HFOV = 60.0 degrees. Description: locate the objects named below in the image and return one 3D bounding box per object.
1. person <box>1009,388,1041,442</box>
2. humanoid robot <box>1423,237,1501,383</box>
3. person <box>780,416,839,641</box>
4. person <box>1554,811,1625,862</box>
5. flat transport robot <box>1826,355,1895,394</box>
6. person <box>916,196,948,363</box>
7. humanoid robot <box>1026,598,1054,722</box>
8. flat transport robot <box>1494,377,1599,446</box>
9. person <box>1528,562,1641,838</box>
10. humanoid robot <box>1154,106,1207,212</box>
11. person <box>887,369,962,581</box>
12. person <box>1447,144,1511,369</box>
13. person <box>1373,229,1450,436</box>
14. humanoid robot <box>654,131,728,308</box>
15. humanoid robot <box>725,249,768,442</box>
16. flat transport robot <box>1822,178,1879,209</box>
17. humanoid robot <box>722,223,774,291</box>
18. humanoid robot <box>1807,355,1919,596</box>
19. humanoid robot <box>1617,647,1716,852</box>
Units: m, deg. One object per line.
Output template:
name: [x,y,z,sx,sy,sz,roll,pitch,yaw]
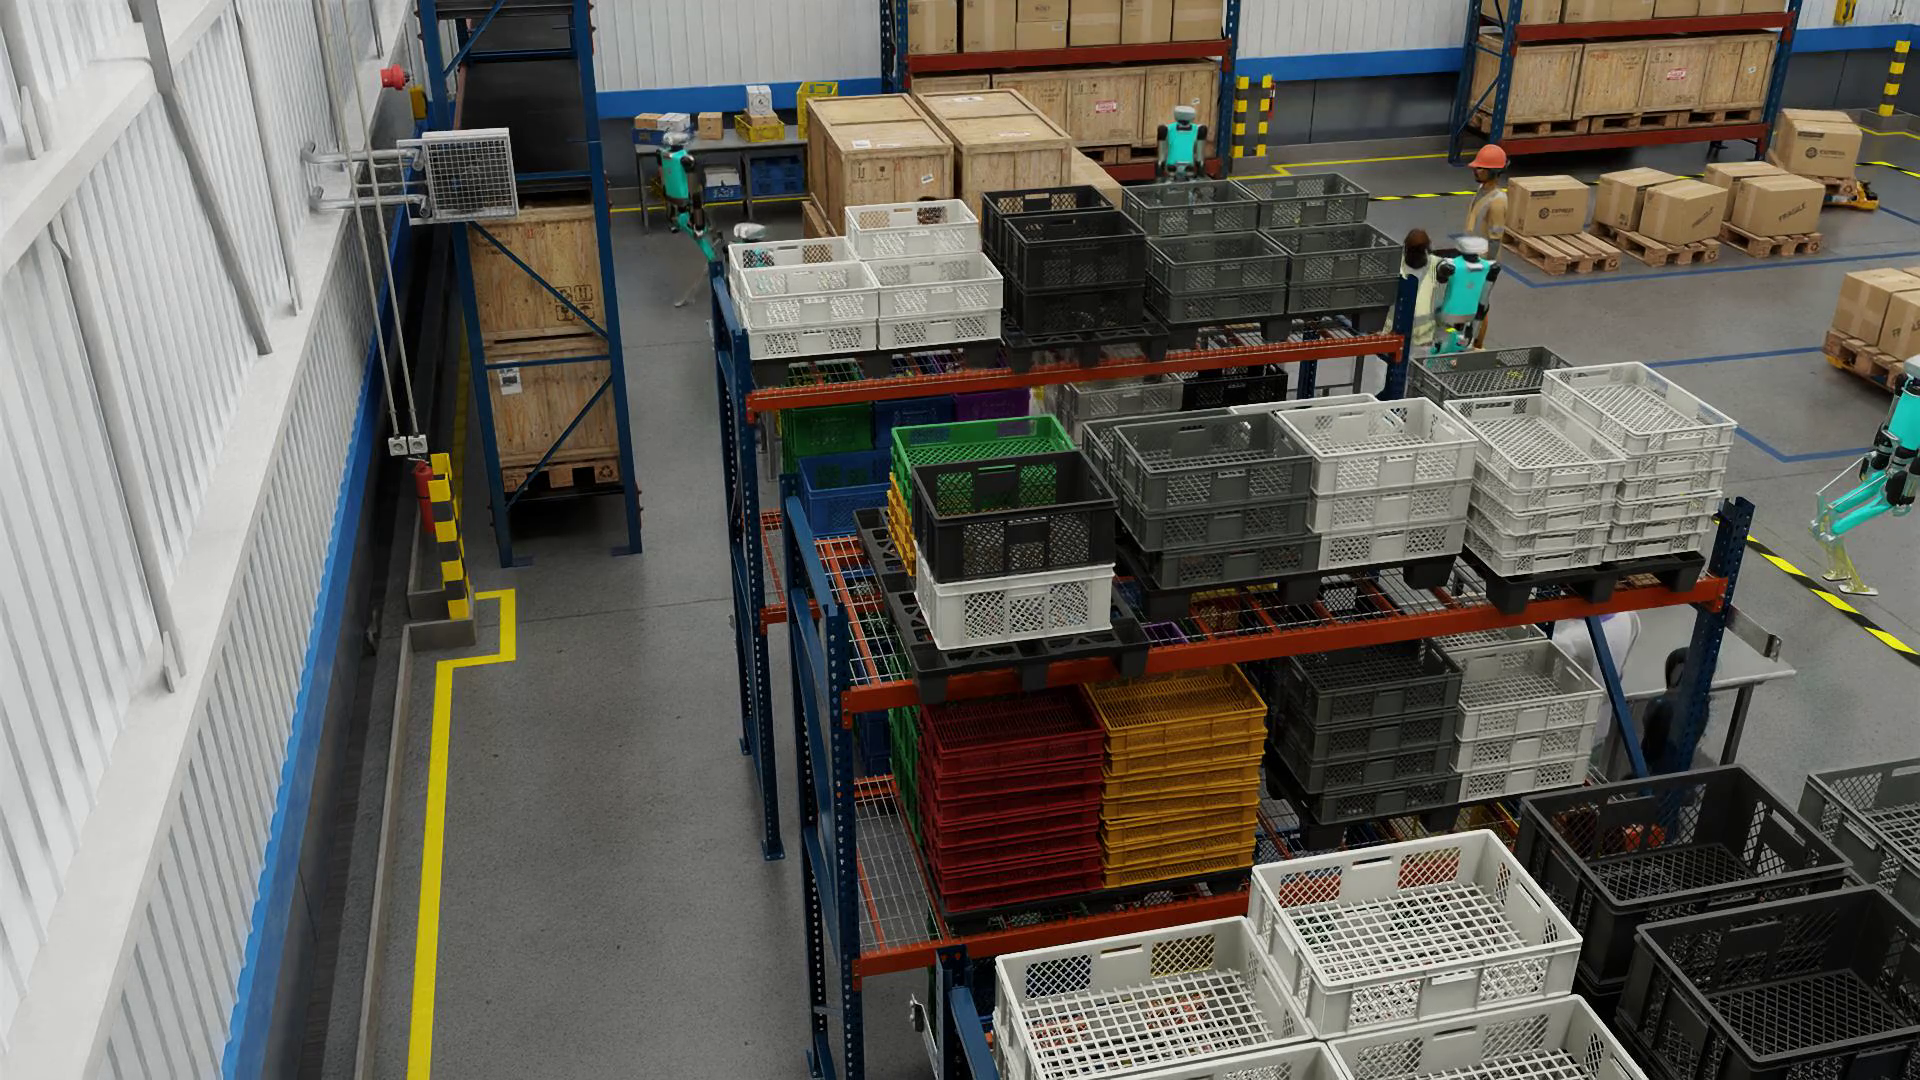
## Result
person: [0.464,-0.391,11.104,0.588,1.841,0.569,-1,28,-2]
humanoid robot: [3.969,-1.671,13.733,0.546,1.860,0.773,-5,28,-10]
person: [-0.886,-0.061,10.486,0.496,1.839,0.344,-17,32,-29]
person: [2.427,1.880,6.763,0.329,1.871,0.509,7,29,13]
flat transport robot: [8.480,-1.452,14.772,0.652,0.197,1.431,-6,28,-12]
person: [-0.272,-1.984,14.054,0.529,1.904,0.641,-2,28,-3]
humanoid robot: [0.589,0.959,8.681,1.028,1.737,0.538,-6,28,-12]
flat transport robot: [4.780,-1.036,14.013,0.659,0.231,1.431,-6,28,-12]
person: [3.053,0.932,8.378,0.608,2.042,0.394,-18,33,-31]
humanoid robot: [2.307,-3.549,17.225,0.540,1.746,0.996,-3,28,-6]
person: [-0.285,-0.316,11.060,0.439,1.738,0.554,-8,29,-15]
person: [4.649,-2.535,14.955,0.376,2.045,0.605,1,28,2]
person: [3.633,-1.649,13.526,0.620,1.821,0.531,3,28,7]
humanoid robot: [-2.559,-3.277,16.725,0.536,1.774,0.985,22,35,36]
humanoid robot: [-1.740,-1.600,13.576,0.599,1.648,0.339,23,36,37]
flat transport robot: [10.227,-4.221,20.025,1.431,0.197,0.652,7,29,12]
humanoid robot: [-1.569,-1.830,13.921,0.534,1.776,0.681,20,34,33]
humanoid robot: [6.062,-0.427,11.140,0.735,1.675,0.533,-1,28,-2]
humanoid robot: [3.402,1.236,8.178,0.361,1.650,0.600,6,28,11]
